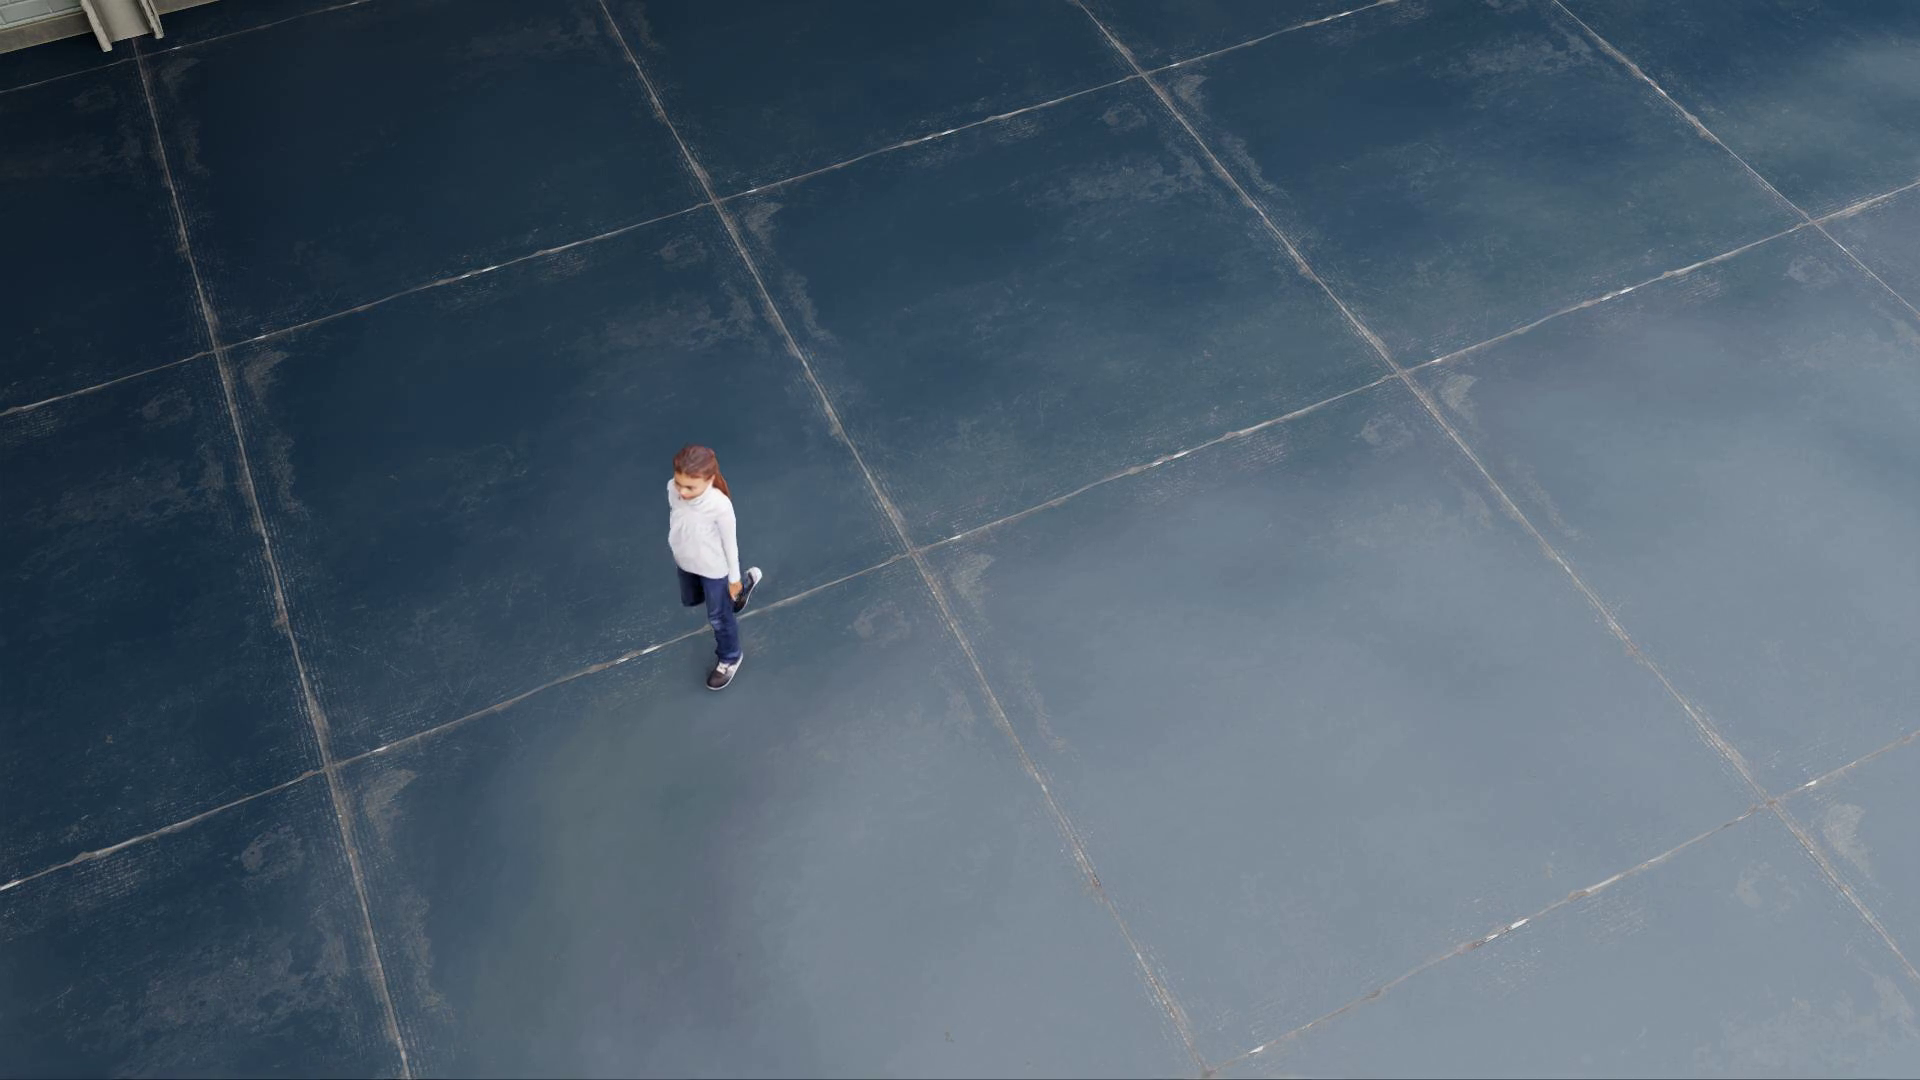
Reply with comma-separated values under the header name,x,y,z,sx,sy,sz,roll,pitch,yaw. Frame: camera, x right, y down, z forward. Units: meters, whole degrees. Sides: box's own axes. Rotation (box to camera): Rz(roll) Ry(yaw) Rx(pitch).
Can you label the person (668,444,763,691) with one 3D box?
name,x,y,z,sx,sy,sz,roll,pitch,yaw
person,-1.104,0.043,7.608,0.764,1.543,0.887,26,57,19
